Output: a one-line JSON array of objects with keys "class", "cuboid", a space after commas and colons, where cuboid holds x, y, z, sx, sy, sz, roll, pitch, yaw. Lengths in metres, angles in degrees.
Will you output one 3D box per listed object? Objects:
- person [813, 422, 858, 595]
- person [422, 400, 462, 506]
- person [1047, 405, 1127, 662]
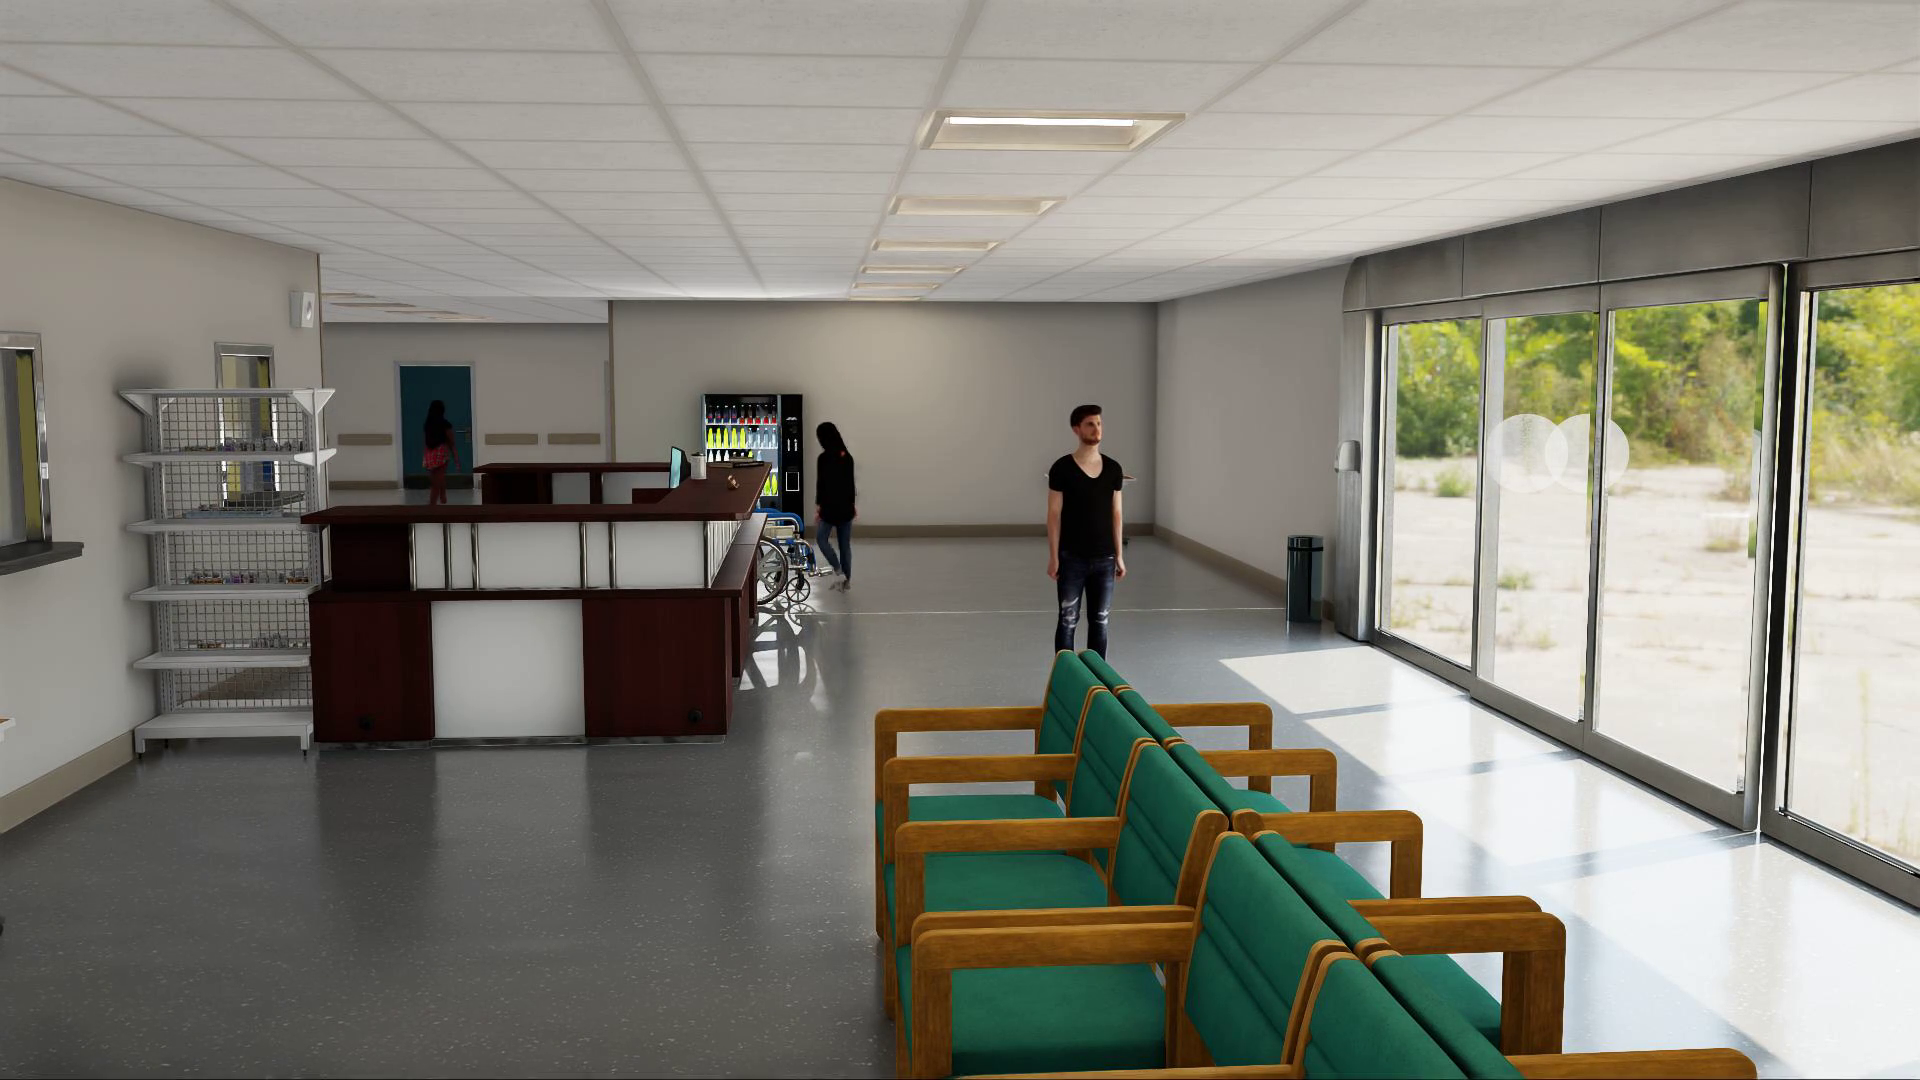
[{"class": "person", "cuboid": [-1.145, -0.290, 15.651, 0.711, 1.626, 0.815, -3, 7, -30]}, {"class": "person", "cuboid": [-7.312, -1.074, 23.131, 1.080, 1.690, 0.984, 2, 6, 23]}, {"class": "person", "cuboid": [0.781, 0.099, 10.431, 0.569, 1.898, 0.765, -2, 6, -15]}]
